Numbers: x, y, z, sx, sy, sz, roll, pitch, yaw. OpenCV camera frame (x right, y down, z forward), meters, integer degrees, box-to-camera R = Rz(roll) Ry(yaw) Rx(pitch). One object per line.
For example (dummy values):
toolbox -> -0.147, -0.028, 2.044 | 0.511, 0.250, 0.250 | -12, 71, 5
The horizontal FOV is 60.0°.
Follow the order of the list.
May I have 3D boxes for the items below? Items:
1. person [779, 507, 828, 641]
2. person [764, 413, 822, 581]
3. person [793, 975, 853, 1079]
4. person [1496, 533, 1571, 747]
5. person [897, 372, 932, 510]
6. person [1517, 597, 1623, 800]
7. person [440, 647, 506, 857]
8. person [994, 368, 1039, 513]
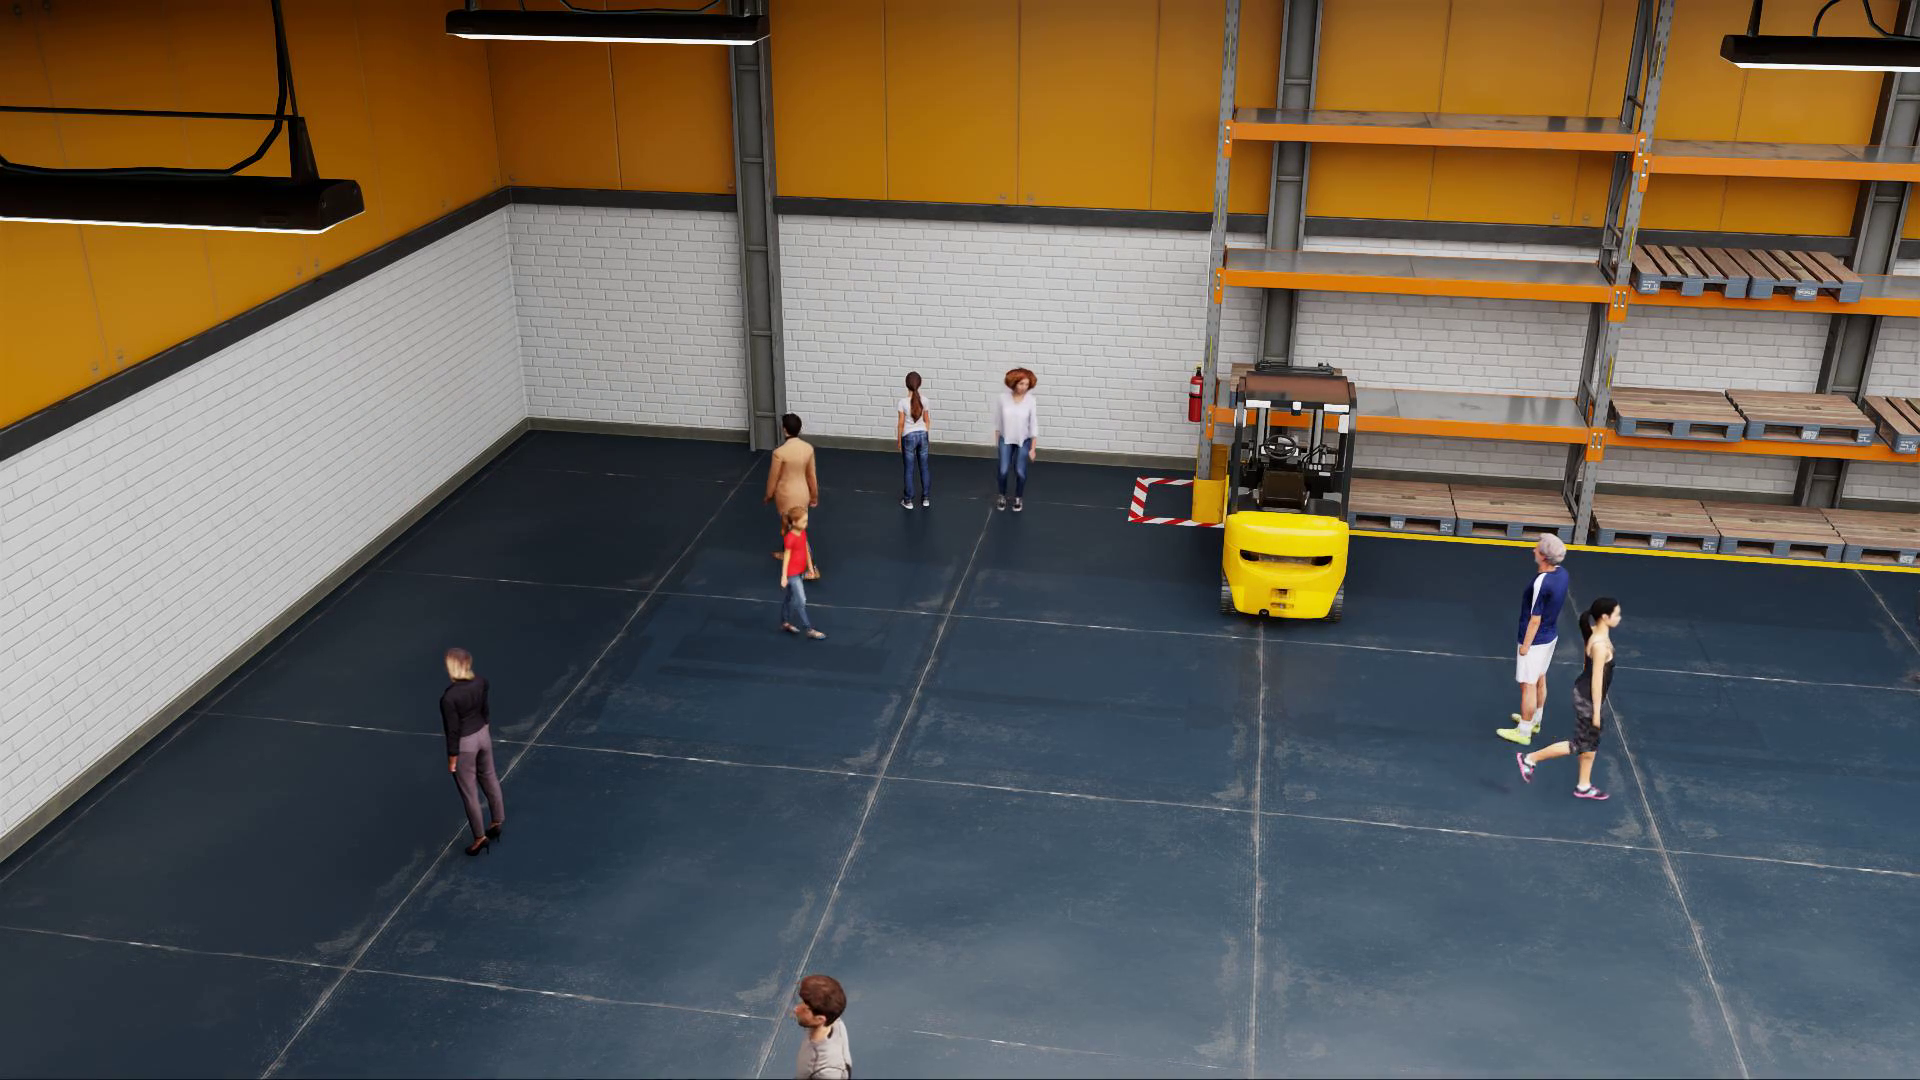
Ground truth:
person -> -1.600, 0.291, 15.502 | 0.812, 1.293, 0.598 | 10, 25, 21
person -> -1.622, -0.393, 16.572 | 1.187, 1.689, 1.029 | 22, 32, 40
person -> -0.695, 3.015, 8.517 | 0.691, 1.897, 0.714 | -4, 24, -10
person -> 4.745, 0.797, 13.662 | 0.725, 1.839, 0.722 | 18, 29, 35
person -> -0.500, -1.122, 18.398 | 0.587, 1.563, 0.679 | -7, 25, -16
person -> 4.759, 1.230, 12.839 | 0.974, 1.706, 0.648 | 7, 24, 15
person -> -3.574, 1.540, 12.173 | 0.616, 1.670, 0.655 | 10, 26, 22
person -> 0.595, -1.121, 18.244 | 0.616, 1.685, 0.712 | 10, 25, 21
